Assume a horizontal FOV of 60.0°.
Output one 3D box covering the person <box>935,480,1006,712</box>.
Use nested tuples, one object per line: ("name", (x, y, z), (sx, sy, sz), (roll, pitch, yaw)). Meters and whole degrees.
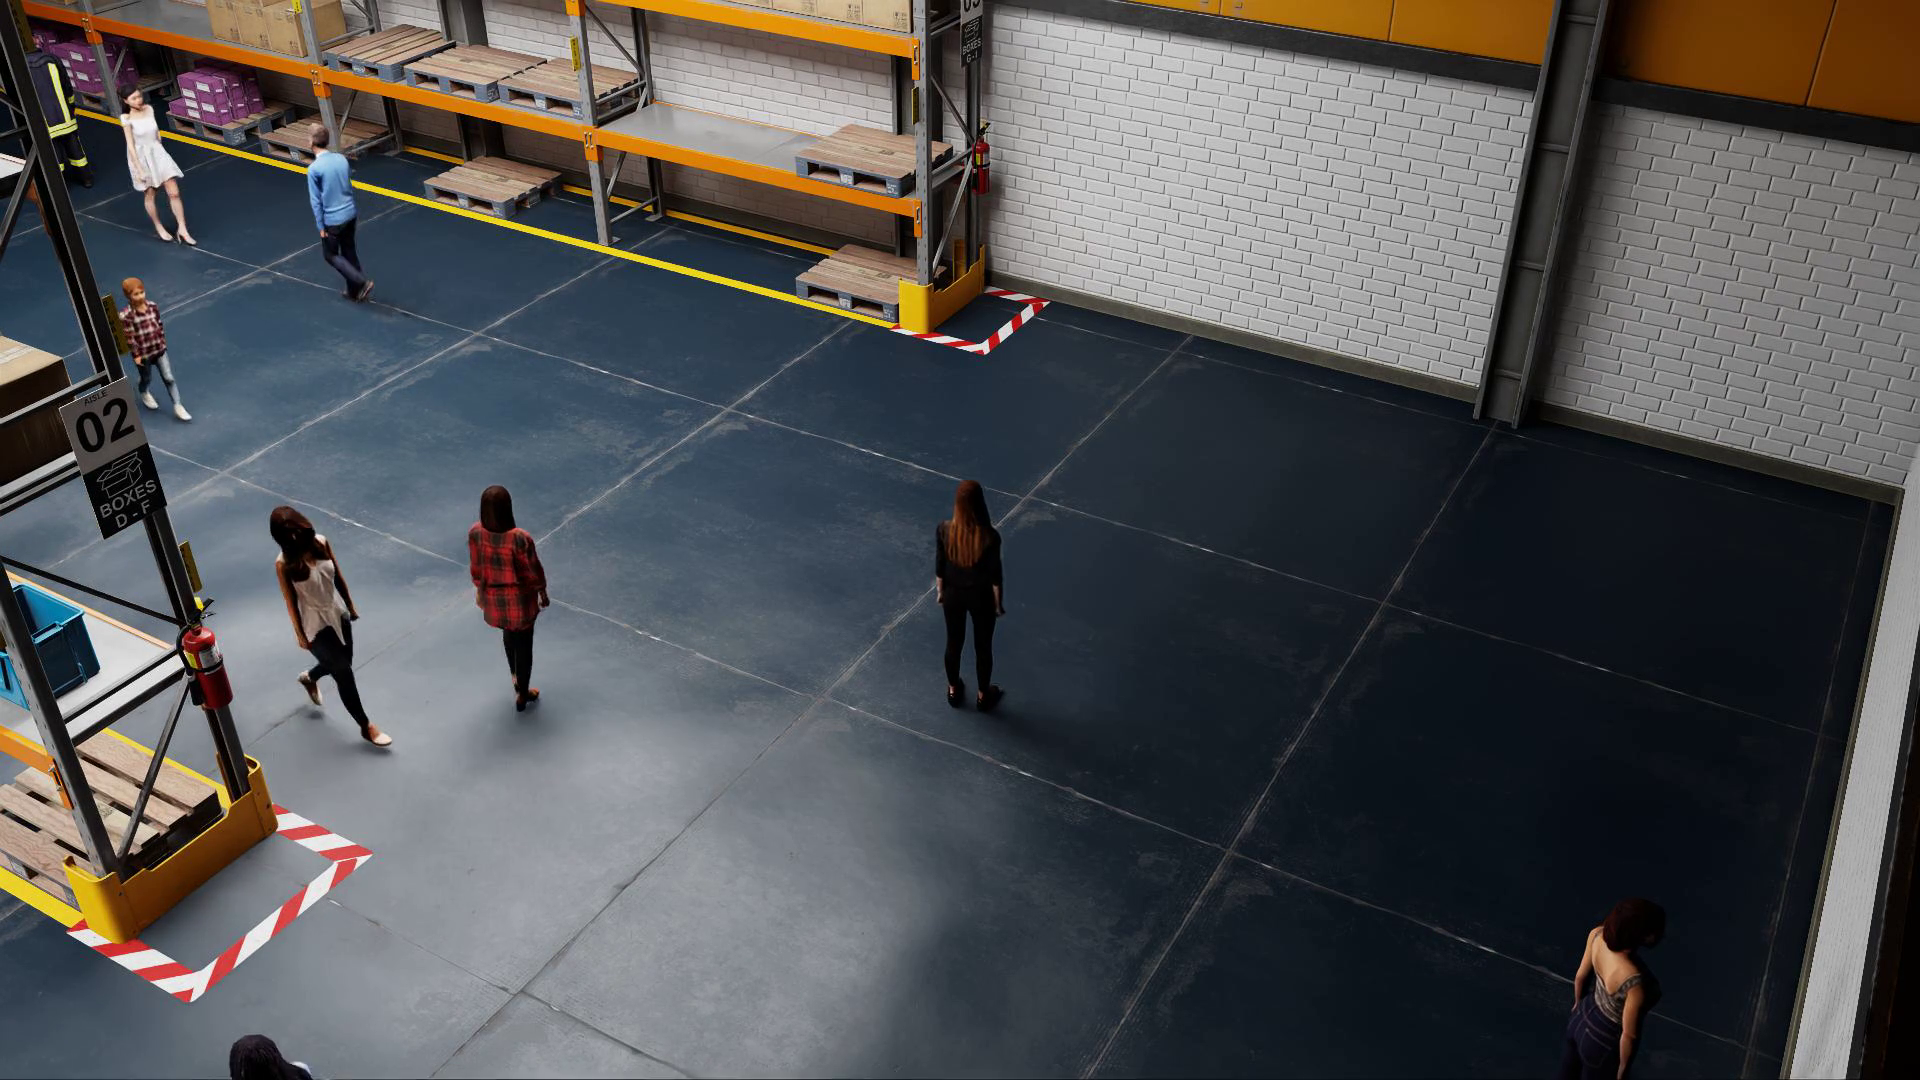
("person", (0.053, 0.376, 10.944), (0.533, 1.713, 0.711), (10, 35, 15))

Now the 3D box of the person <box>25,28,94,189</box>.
("person", (-10.209, -4.821, 18.632), (0.820, 1.858, 0.796), (-27, 42, -35))

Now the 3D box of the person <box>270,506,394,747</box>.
("person", (-4.151, 0.520, 10.691), (1.075, 1.753, 0.659), (13, 36, 19))

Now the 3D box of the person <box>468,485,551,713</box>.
("person", (-2.983, 0.432, 10.881), (0.658, 1.690, 0.776), (8, 34, 11))

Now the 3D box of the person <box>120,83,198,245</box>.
("person", (-8.514, -3.934, 17.395), (0.823, 1.749, 0.629), (18, 37, 24))

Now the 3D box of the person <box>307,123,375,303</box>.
("person", (-5.972, -3.120, 16.132), (0.822, 1.793, 0.661), (16, 37, 23))

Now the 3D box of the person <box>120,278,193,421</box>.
("person", (-7.068, -1.671, 14.405), (0.930, 1.291, 0.617), (25, 41, 32))

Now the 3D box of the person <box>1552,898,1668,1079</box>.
("person", (3.026, 2.373, 7.890), (0.748, 1.768, 0.696), (-7, 34, -11))
